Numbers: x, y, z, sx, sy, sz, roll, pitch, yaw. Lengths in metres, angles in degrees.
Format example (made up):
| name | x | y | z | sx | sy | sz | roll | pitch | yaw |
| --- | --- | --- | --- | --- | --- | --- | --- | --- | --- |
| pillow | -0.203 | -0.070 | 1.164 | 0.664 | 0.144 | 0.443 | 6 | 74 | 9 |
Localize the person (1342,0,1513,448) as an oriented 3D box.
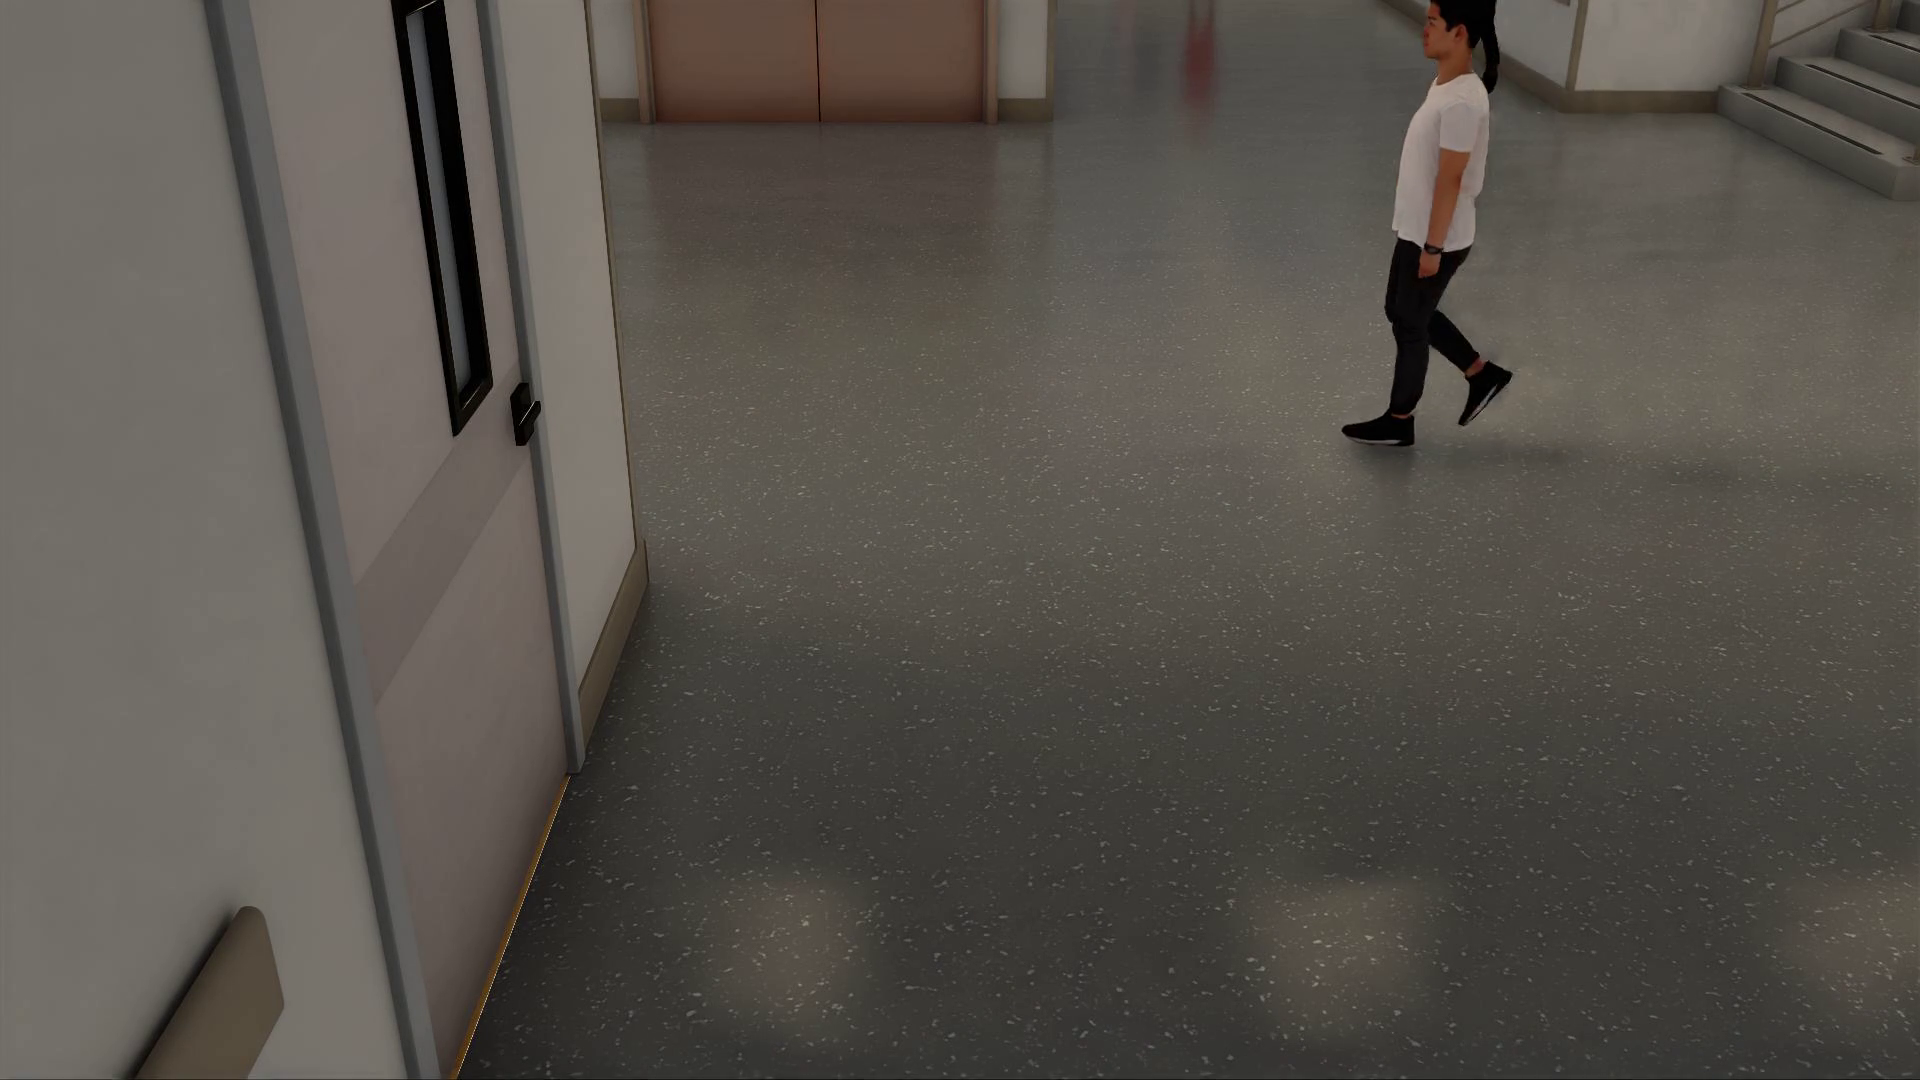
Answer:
| name | x | y | z | sx | sy | sz | roll | pitch | yaw |
| --- | --- | --- | --- | --- | --- | --- | --- | --- | --- |
| person | 1.801 | -1.142 | 6.081 | 0.880 | 1.712 | 0.708 | 4 | 26 | 8 |
